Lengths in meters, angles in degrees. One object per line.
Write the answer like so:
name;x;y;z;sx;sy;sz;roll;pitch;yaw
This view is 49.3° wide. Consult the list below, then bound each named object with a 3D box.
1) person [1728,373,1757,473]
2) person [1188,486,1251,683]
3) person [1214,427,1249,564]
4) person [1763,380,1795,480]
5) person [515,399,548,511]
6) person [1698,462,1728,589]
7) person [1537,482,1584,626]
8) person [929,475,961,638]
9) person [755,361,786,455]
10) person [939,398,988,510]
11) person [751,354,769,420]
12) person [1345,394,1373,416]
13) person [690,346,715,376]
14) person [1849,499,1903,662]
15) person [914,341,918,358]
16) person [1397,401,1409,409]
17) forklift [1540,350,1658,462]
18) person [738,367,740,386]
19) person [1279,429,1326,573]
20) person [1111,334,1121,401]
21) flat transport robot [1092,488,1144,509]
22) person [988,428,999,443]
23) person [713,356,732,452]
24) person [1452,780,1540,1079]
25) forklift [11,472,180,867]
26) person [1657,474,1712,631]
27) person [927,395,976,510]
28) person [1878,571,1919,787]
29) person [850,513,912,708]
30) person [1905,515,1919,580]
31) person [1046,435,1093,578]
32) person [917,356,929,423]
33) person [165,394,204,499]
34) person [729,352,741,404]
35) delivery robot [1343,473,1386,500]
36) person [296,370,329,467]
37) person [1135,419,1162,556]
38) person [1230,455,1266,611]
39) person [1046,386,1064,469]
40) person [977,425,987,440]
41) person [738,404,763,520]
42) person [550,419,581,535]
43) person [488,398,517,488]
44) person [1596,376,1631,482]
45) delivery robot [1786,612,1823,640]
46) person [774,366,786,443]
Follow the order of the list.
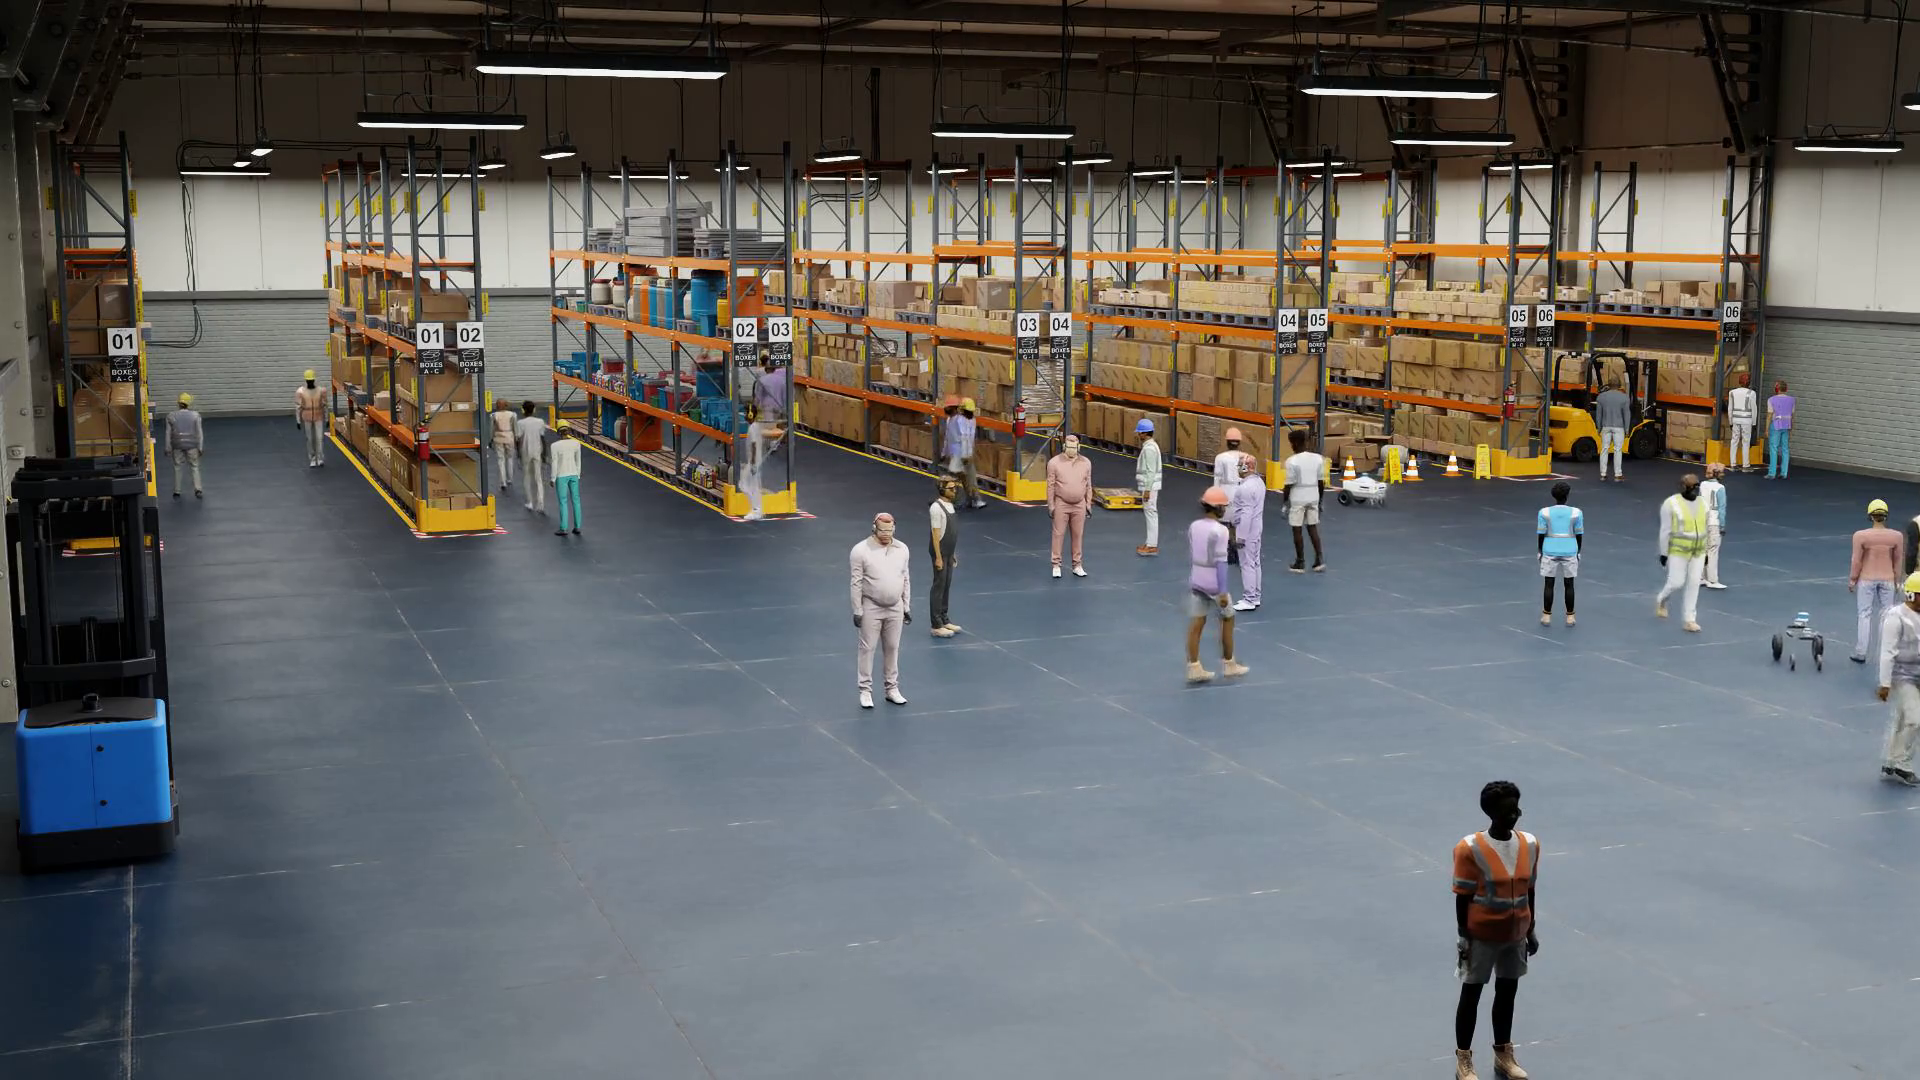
person;14.945;-2.241;39.974;0.355;1.882;0.576;-7;11;-39
person;2.686;0.448;21.581;0.824;2.018;0.637;-5;10;-32
person;3.779;-0.593;28.891;0.543;1.914;0.731;-2;9;-11
person;15.169;-2.030;38.724;0.563;1.838;0.379;-2;9;-15
person;-7.048;-1.399;34.488;0.524;1.842;0.802;-3;9;-22
person;9.734;-0.193;27.131;0.313;1.637;0.513;-2;9;-15
person;7.037;0.162;24.578;0.529;1.694;0.321;2;9;14
person;-0.174;0.172;24.007;0.343;1.847;0.506;3;9;20
person;-3.950;-2.735;43.162;0.662;1.910;0.833;-5;10;-30
person;0.046;-1.432;34.671;1.016;1.872;0.633;8;12;44
person;-4.354;-3.209;46.557;0.573;1.836;0.823;-2;9;-14
person;9.011;-3.359;47.062;0.622;2.003;1.026;-3;9;-19
person;-6.136;-3.736;50.096;0.666;1.848;1.027;0;9;3
person;9.832;0.441;22.505;0.523;1.760;0.324;1;9;8
person;-1.142;-4.009;51.890;0.530;1.848;0.622;-1;9;-9
person;10.257;-3.428;48.385;0.483;1.737;0.320;8;12;43
forklift;12.897;-2.725;42.309;2.313;2.155;1.214;-3;9;-21
person;-5.677;-3.858;51.685;0.521;1.609;0.435;2;9;14
person;4.660;-0.522;28.382;0.682;1.938;0.409;-4;9;-24
person;3.966;-4.298;53.500;0.642;1.939;1.052;-1;9;-4
flat transport robot;2.671;-0.708;35.239;0.652;0.197;1.431;-1;9;-7
person;0.731;-2.969;44.651;0.608;1.936;0.509;-4;10;-26
person;-4.922;-2.826;43.579;0.639;1.977;0.479;-4;10;-27
person;2.916;2.136;11.400;0.535;1.700;0.318;-3;9;-20
forklift;-6.630;0.886;15.957;1.129;2.768;1.873;-3;9;-21
person;8.431;0.124;24.388;0.643;1.826;0.624;-2;9;-12
person;-0.144;-1.418;34.403;0.936;1.900;0.578;-3;9;-19
person;8.006;1.163;17.486;0.626;1.812;0.570;-6;11;-36
person;-0.756;0.676;20.466;0.638;1.903;0.406;-4;10;-27
person;10.625;0.370;22.772;0.630;1.827;0.431;0;9;1
person;1.474;-0.452;27.995;0.639;1.902;0.406;-2;9;-15
person;-0.948;-3.505;49.228;0.501;1.633;0.282;-2;9;-13
person;-13.335;-1.595;35.980;0.649;1.798;0.488;-3;9;-17
person;-5.590;-3.878;50.878;0.965;1.887;0.543;-4;9;-24
delivery robot;6.783;-0.878;35.125;0.477;0.478;0.707;-8;12;-44
person;-12.532;-2.333;40.544;0.618;1.885;0.943;-3;9;-19
person;2.681;-0.757;29.873;0.403;1.944;0.605;1;9;7
person;3.497;-0.096;25.598;0.402;1.906;0.652;4;9;23
person;1.848;-2.337;40.429;0.552;1.937;0.356;-5;10;-29
person;0.340;-2.501;42.446;0.537;1.659;0.868;-4;9;-23
person;-3.344;-1.235;33.342;0.454;1.854;0.524;0;9;2
person;-5.992;-0.955;31.811;0.523;1.761;0.328;-8;11;-42
person;-8.212;-1.754;37.629;0.536;1.598;0.830;-3;9;-18
person;12.015;-2.049;38.512;0.635;1.938;0.367;6;10;35
delivery robot;9.034;0.895;22.440;0.335;0.223;0.698;2;9;12
person;-3.974;-3.076;45.549;0.553;1.873;1.027;-4;10;-27
